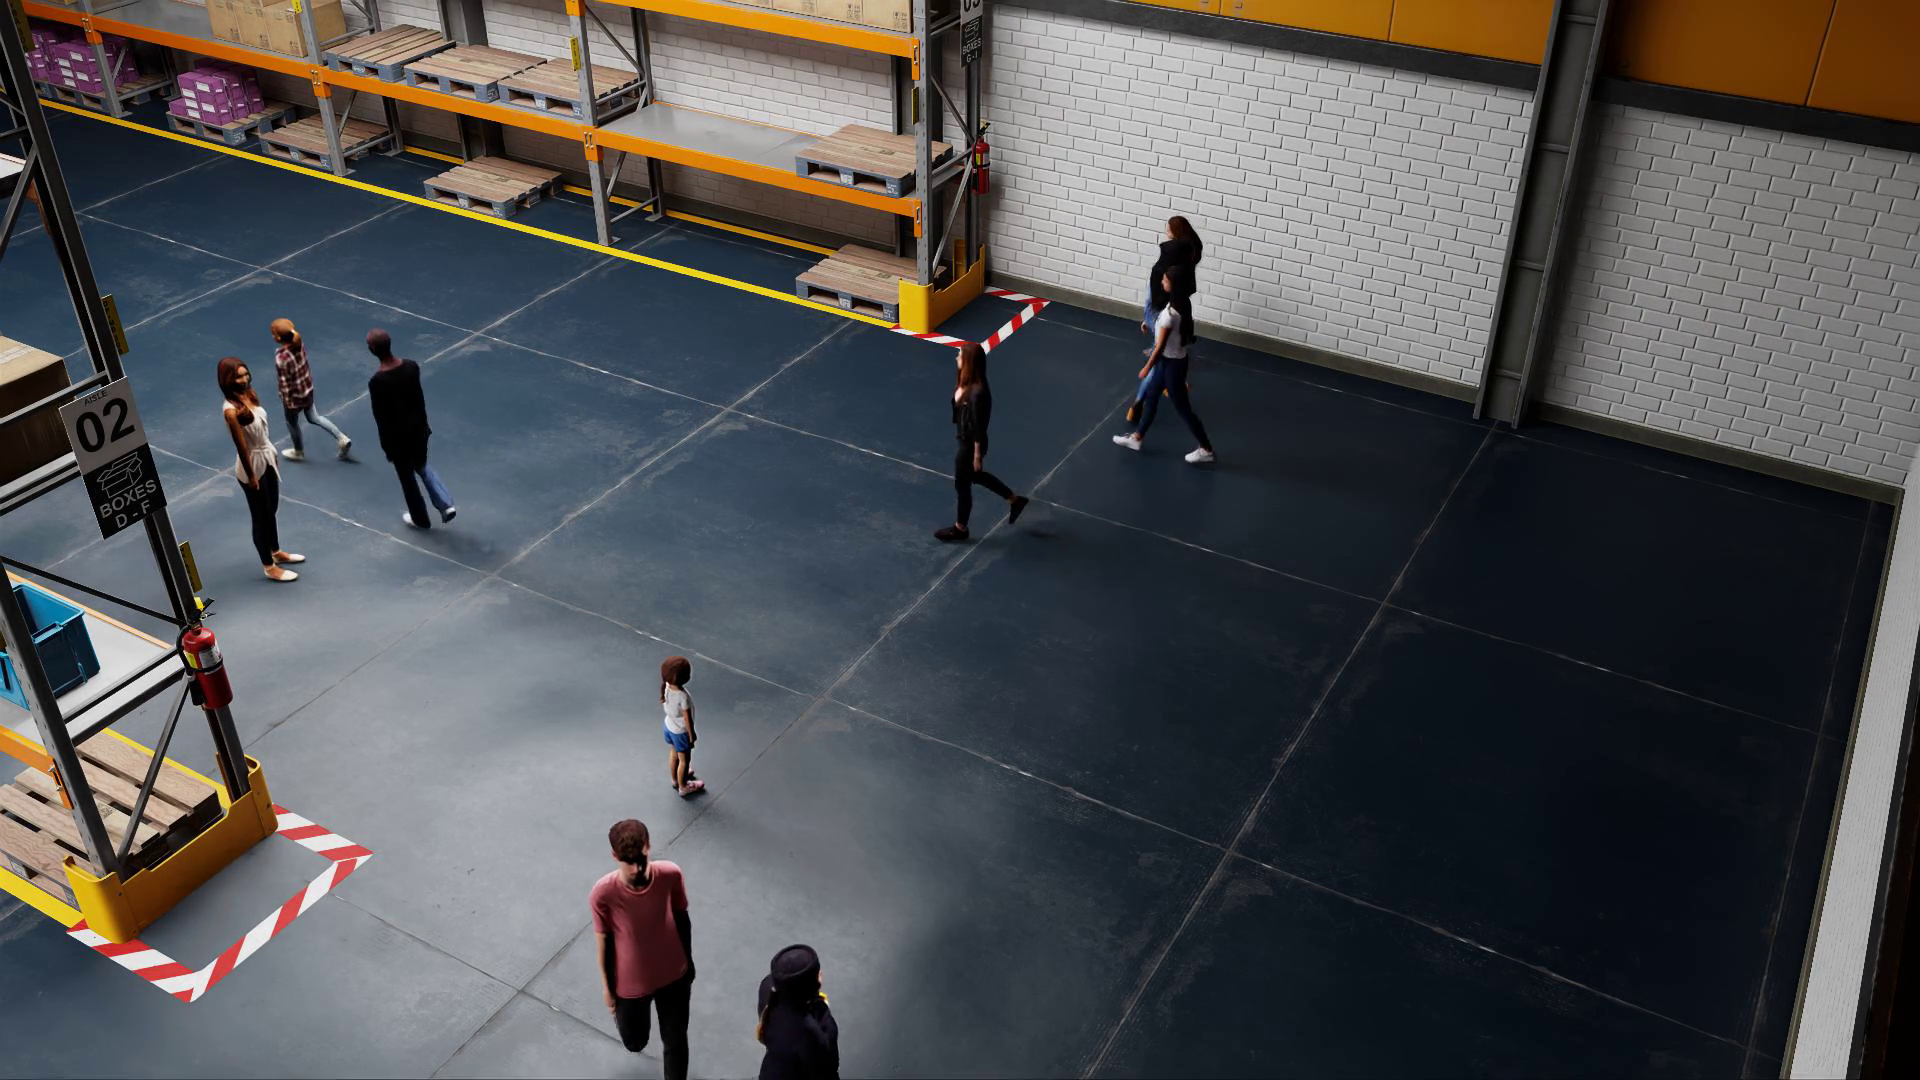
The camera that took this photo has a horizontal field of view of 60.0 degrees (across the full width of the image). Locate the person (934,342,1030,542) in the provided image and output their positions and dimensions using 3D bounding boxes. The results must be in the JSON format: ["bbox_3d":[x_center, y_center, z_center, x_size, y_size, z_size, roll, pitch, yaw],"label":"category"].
[{"bbox_3d":[0.182,-0.737,12.631,1.072,1.698,0.912,-1,34,-1],"label":"person"}]

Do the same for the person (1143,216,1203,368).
[{"bbox_3d":[1.992,-2.231,15.082,0.708,1.474,0.813,-25,41,-32],"label":"person"}]

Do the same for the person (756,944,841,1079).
[{"bbox_3d":[-0.800,2.546,7.723,0.914,1.664,0.835,-16,37,-22],"label":"person"}]

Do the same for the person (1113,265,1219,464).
[{"bbox_3d":[1.827,-1.365,13.546,1.183,1.731,0.790,9,35,13],"label":"person"}]

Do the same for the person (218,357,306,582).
[{"bbox_3d":[-5.196,-0.532,12.244,0.678,1.785,0.664,0,34,0],"label":"person"}]

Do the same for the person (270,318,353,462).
[{"bbox_3d":[-5.402,-1.217,13.724,0.909,1.289,0.670,8,35,12],"label":"person"}]

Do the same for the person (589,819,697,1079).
[{"bbox_3d":[-1.550,2.073,8.185,0.976,1.940,1.132,-16,37,-22],"label":"person"}]

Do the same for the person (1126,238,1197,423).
[{"bbox_3d":[1.671,-1.750,14.172,1.017,1.679,1.052,-20,38,-27],"label":"person"}]

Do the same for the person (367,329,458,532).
[{"bbox_3d":[-4.168,-0.793,12.685,0.849,1.733,0.661,23,40,31],"label":"person"}]

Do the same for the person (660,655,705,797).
[{"bbox_3d":[-1.763,1.155,10.401,0.532,1.016,0.449,-21,39,-28],"label":"person"}]
